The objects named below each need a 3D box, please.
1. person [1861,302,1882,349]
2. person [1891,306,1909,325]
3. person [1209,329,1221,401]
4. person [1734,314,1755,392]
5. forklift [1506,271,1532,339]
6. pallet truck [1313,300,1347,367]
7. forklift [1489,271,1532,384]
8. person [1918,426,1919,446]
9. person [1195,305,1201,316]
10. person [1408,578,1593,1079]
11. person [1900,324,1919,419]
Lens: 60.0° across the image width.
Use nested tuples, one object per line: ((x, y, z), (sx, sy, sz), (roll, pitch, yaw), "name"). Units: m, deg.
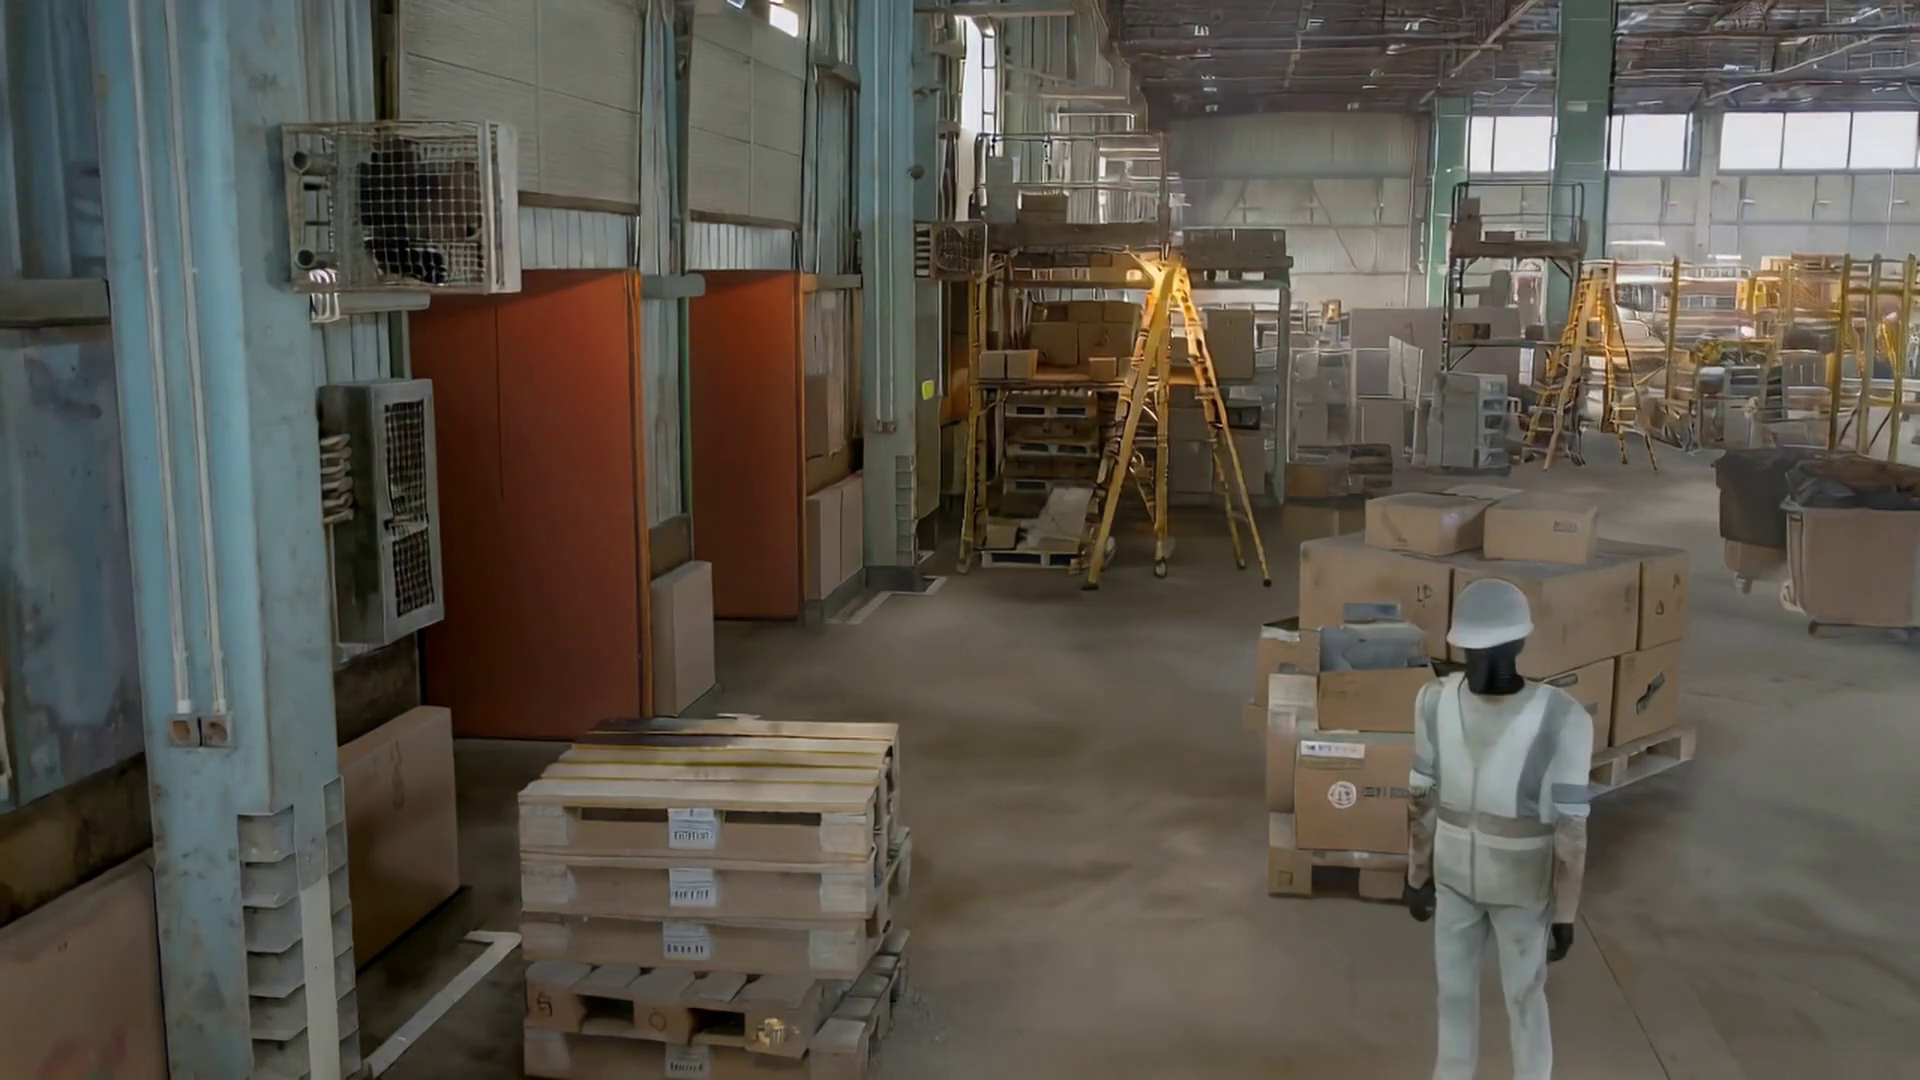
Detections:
((29.519, -6.850, 53.915), (0.635, 1.936, 0.354), (-2, 9, -10), "person")
((26.731, -5.737, 47.229), (1.012, 1.879, 0.563), (-1, 9, -8), "person")
((5.402, -3.630, 35.000), (0.314, 1.634, 0.516), (-4, 10, -21), "person")
((17.981, -4.220, 37.945), (0.614, 1.848, 0.905), (-3, 10, -18), "person")
((15.134, -5.957, 45.508), (1.873, 2.768, 1.129), (-3, 10, -18), "forklift")
((11.159, -6.200, 49.718), (0.823, 1.965, 1.885), (4, 10, 26), "pallet truck")
((13.422, -5.322, 41.591), (1.873, 2.768, 1.129), (1, 9, 9), "forklift")
((15.759, -2.354, 26.817), (0.486, 1.738, 0.321), (-5, 11, -30), "person")
((6.322, -5.341, 44.643), (0.544, 1.929, 0.385), (-5, 10, -28), "person")
((1.648, 1.060, 5.196), (0.587, 1.919, 0.398), (9, 13, 43), "person")
((18.250, -3.224, 31.899), (0.366, 1.833, 0.520), (5, 11, 29), "person")
